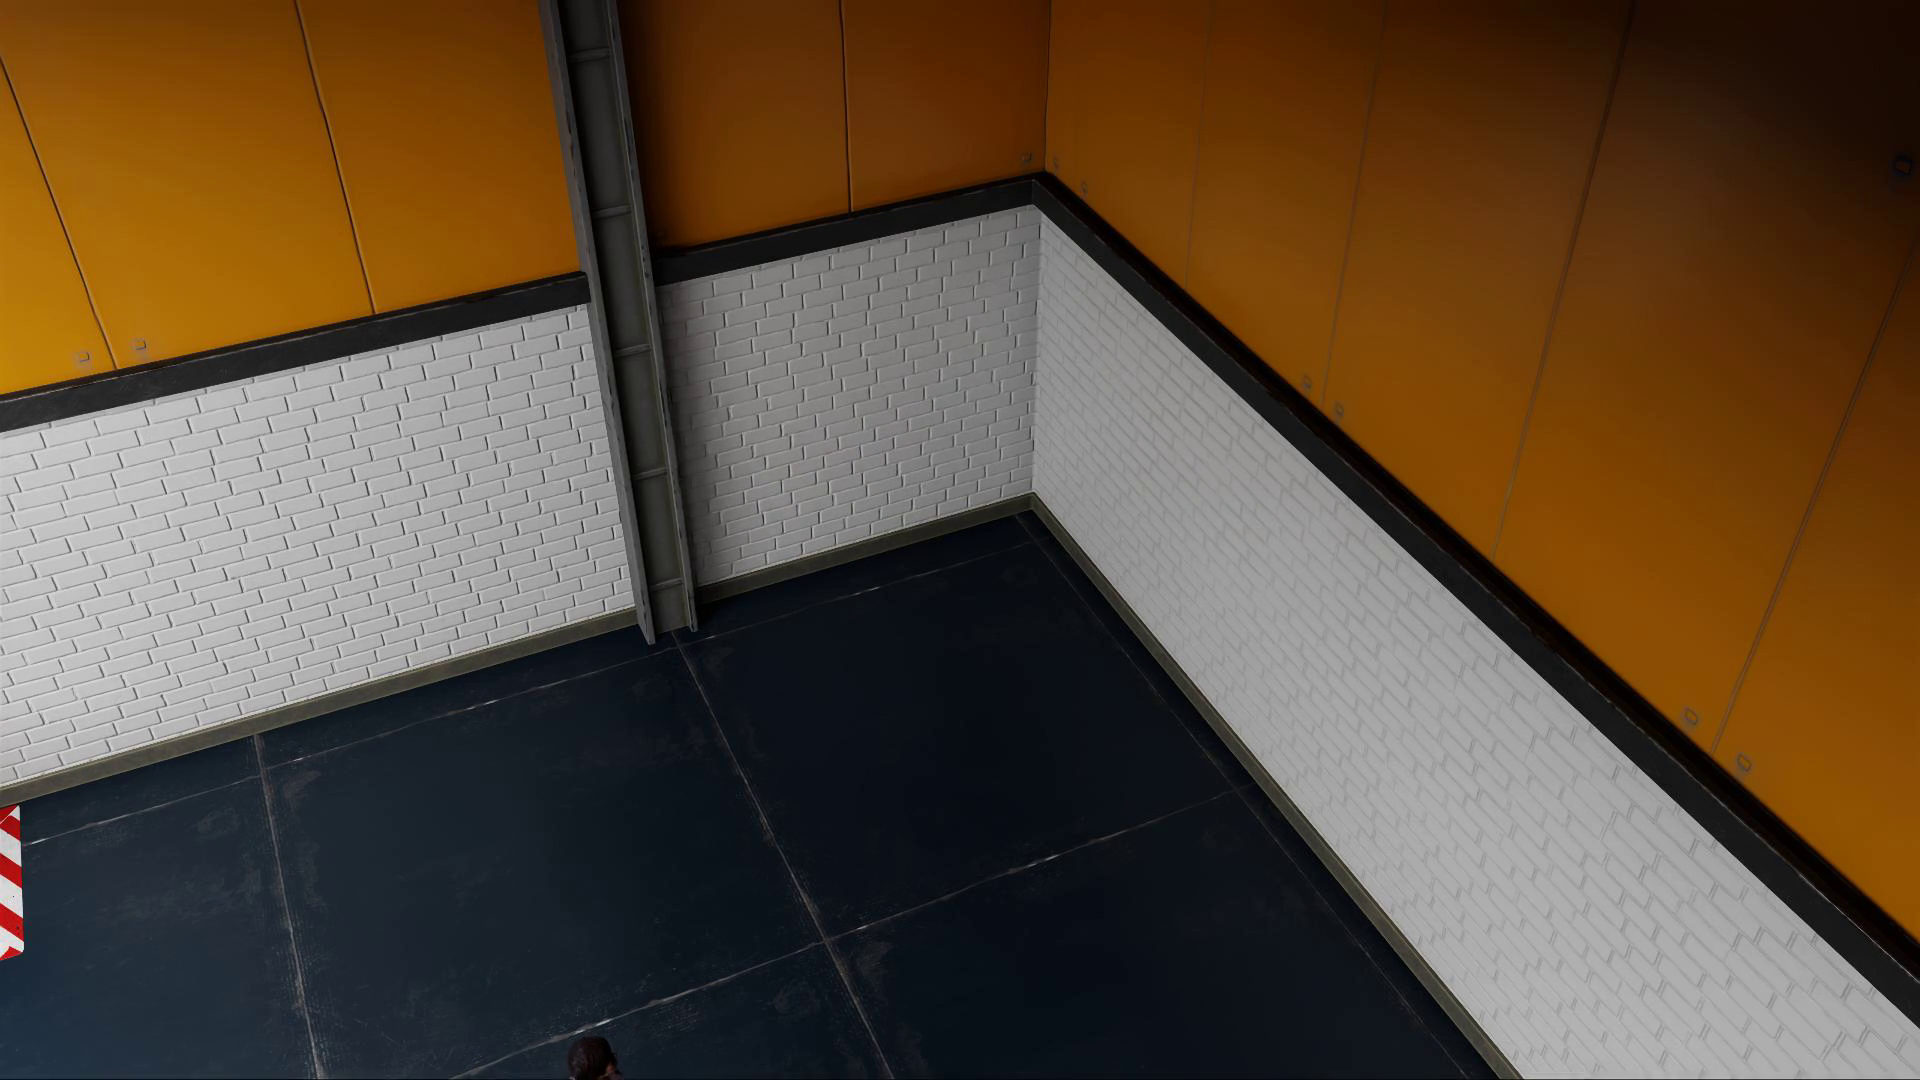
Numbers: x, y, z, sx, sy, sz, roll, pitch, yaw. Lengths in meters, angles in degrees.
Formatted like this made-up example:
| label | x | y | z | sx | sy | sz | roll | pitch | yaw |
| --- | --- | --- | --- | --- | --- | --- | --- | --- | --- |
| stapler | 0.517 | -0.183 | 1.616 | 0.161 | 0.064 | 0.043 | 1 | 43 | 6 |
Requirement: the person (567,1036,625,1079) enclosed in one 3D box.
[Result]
| label | x | y | z | sx | sy | sz | roll | pitch | yaw |
| --- | --- | --- | --- | --- | --- | --- | --- | --- | --- |
| person | -1.791 | 3.021 | 8.428 | 0.539 | 1.565 | 0.580 | -20 | 43 | -23 |
